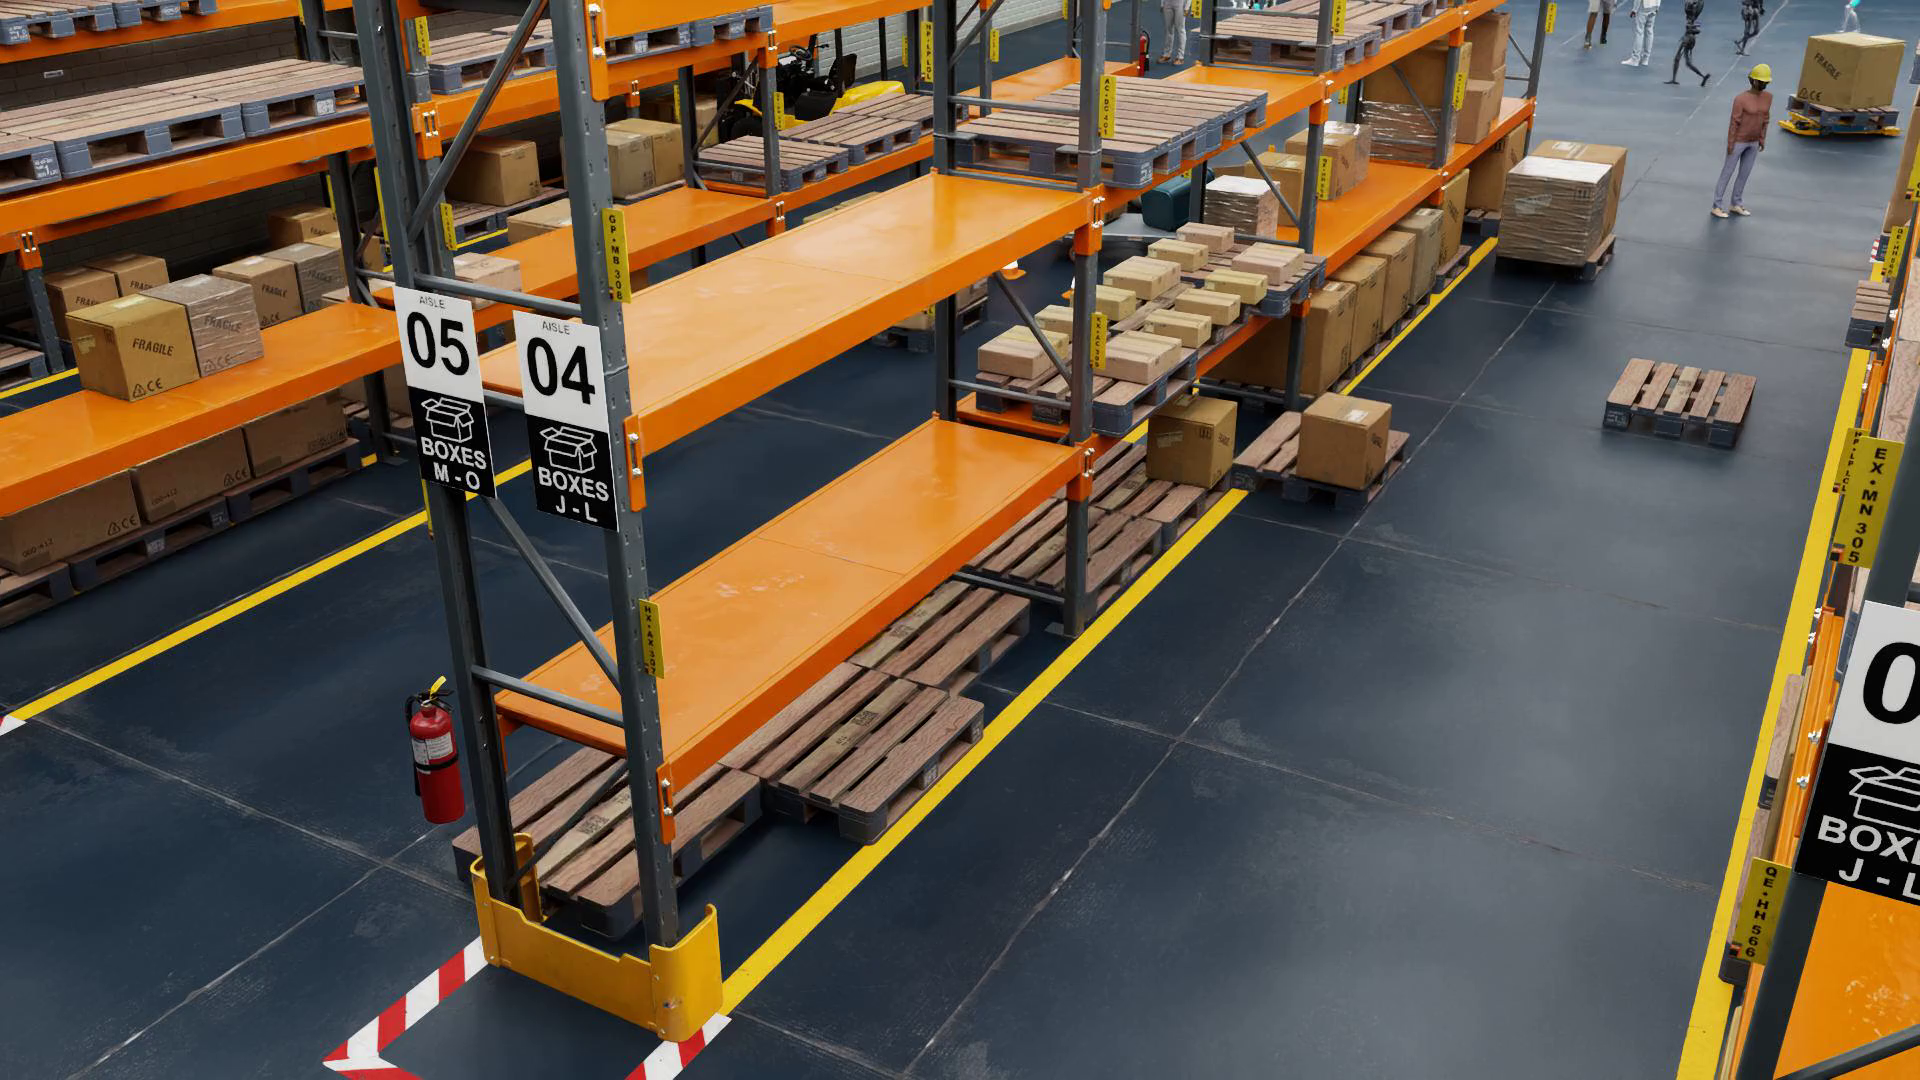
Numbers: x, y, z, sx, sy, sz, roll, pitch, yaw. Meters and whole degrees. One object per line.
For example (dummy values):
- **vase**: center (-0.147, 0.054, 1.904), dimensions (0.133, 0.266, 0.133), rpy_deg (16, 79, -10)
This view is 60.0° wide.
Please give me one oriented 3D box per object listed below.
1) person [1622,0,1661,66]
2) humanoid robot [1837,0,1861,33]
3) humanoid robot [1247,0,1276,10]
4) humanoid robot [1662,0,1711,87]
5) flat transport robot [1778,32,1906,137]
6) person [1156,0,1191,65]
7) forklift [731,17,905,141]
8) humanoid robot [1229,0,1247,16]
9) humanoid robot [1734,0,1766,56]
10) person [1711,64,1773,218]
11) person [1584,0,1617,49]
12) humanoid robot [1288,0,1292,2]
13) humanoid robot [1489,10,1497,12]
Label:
- **person**: center (11.657, -9.043, 28.233), dimensions (0.590, 1.919, 0.393), rpy_deg (-13, 28, -24)
- **humanoid robot**: center (16.914, -10.436, 31.391), dimensions (0.775, 1.807, 0.562), rpy_deg (-5, 26, -11)
- **humanoid robot**: center (5.163, -9.207, 28.824), dimensions (0.555, 1.795, 0.793), rpy_deg (12, 28, 23)
- **humanoid robot**: center (11.745, -8.099, 26.586), dimensions (0.690, 1.637, 0.616), rpy_deg (9, 27, 19)
- **flat transport robot**: center (12.474, -5.892, 23.585), dimensions (1.431, 0.231, 0.659), rpy_deg (0, 26, 0)
- **person**: center (3.666, -9.099, 28.327), dimensions (0.628, 1.939, 0.373), rpy_deg (22, 33, 38)
- **forklift**: center (-1.819, -5.975, 21.543), dimensions (2.313, 2.155, 1.214), rpy_deg (14, 29, 26)
- **humanoid robot**: center (5.509, -10.800, 32.113), dimensions (0.534, 1.785, 0.758), rpy_deg (-23, 34, -39)
- **humanoid robot**: center (13.886, -9.368, 29.182), dimensions (0.610, 1.641, 0.386), rpy_deg (-20, 32, -35)
- **person**: center (9.070, -4.594, 19.179), dimensions (0.515, 1.759, 0.343), rpy_deg (-9, 27, -19)
- **person**: center (11.555, -9.810, 29.836), dimensions (0.612, 1.906, 0.965), rpy_deg (16, 30, 30)
- **humanoid robot**: center (4.845, -7.093, 24.492), dimensions (0.600, 1.632, 0.731), rpy_deg (17, 30, 31)
- **humanoid robot**: center (7.486, -6.742, 23.748), dimensions (0.625, 1.637, 0.614), rpy_deg (4, 26, 9)
